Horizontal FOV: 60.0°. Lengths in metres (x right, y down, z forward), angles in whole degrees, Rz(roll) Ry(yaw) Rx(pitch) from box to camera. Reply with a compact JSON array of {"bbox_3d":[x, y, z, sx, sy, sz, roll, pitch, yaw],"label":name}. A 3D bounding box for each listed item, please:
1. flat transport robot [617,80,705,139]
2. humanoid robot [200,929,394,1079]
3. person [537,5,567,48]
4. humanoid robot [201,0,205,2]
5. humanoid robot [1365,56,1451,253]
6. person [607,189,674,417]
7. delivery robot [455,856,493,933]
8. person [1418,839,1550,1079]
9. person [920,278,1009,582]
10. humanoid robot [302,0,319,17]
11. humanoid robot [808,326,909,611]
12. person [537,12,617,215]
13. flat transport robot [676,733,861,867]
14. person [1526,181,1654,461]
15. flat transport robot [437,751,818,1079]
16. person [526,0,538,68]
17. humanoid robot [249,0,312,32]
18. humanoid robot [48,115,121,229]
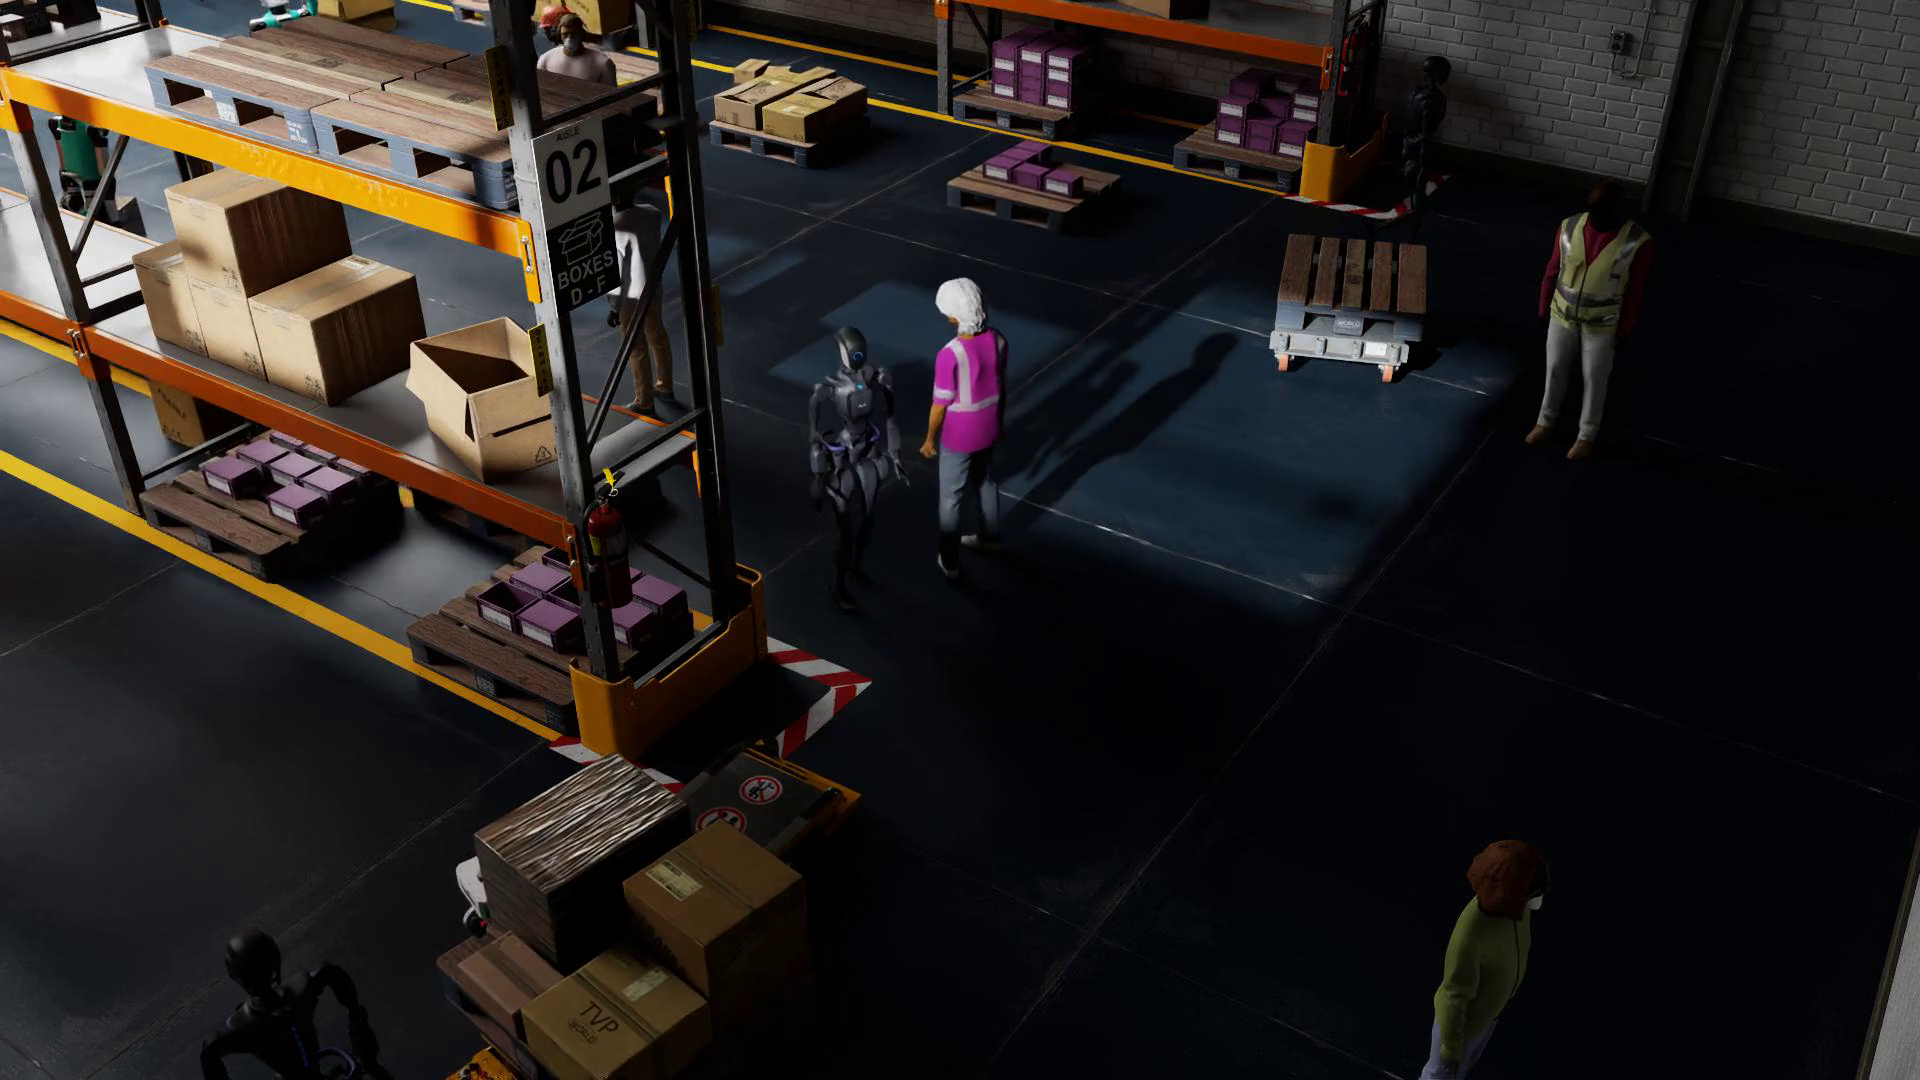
[{"bbox_3d":[-3.160,-4.251,16.407,0.659,0.231,1.431,-22,39,-30],"label":"flat transport robot"},{"bbox_3d":[-2.198,1.922,5.622,0.322,1.648,0.612,24,40,32],"label":"humanoid robot"},{"bbox_3d":[-3.288,-3.725,14.282,0.898,1.697,0.547,-10,34,-15],"label":"person"},{"bbox_3d":[-9.244,-7.238,19.680,0.554,1.738,1.058,-28,42,-36],"label":"humanoid robot"},{"bbox_3d":[3.621,-3.083,13.333,0.532,1.644,0.596,7,34,11],"label":"humanoid robot"},{"bbox_3d":[-2.173,-1.656,11.054,0.333,1.752,0.562,17,37,24],"label":"person"},{"bbox_3d":[-1.815,1.471,7.330,0.759,0.573,0.499,-23,39,-31],"label":"delivery robot"},{"bbox_3d":[1.861,1.707,5.996,0.280,1.634,0.498,25,41,33],"label":"person"},{"bbox_3d":[0.044,-0.630,9.401,0.516,1.837,0.381,-28,42,-35],"label":"person"},{"bbox_3d":[-6.918,-5.978,17.737,1.037,1.741,0.540,25,41,33],"label":"humanoid robot"},{"bbox_3d":[-0.571,-0.413,9.219,0.589,1.654,0.450,-19,38,-27],"label":"humanoid robot"},{"bbox_3d":[-3.018,-3.242,13.326,0.629,1.940,0.373,0,33,0],"label":"person"},{"bbox_3d":[-1.138,1.440,7.660,0.659,0.231,1.431,20,38,27],"label":"flat transport robot"},{"bbox_3d":[3.982,-1.408,10.611,0.633,1.830,0.430,25,40,33],"label":"person"},{"bbox_3d":[-1.375,2.001,6.797,0.659,0.231,1.431,27,42,35],"label":"flat transport robot"},{"bbox_3d":[-3.936,-4.281,14.913,0.417,1.953,0.488,4,33,6],"label":"person"},{"bbox_3d":[-5.904,-3.912,14.646,0.546,1.909,0.713,-26,41,-34],"label":"humanoid robot"},{"bbox_3d":[-6.405,-2.241,11.978,0.599,1.781,0.863,16,37,24],"label":"humanoid robot"}]
